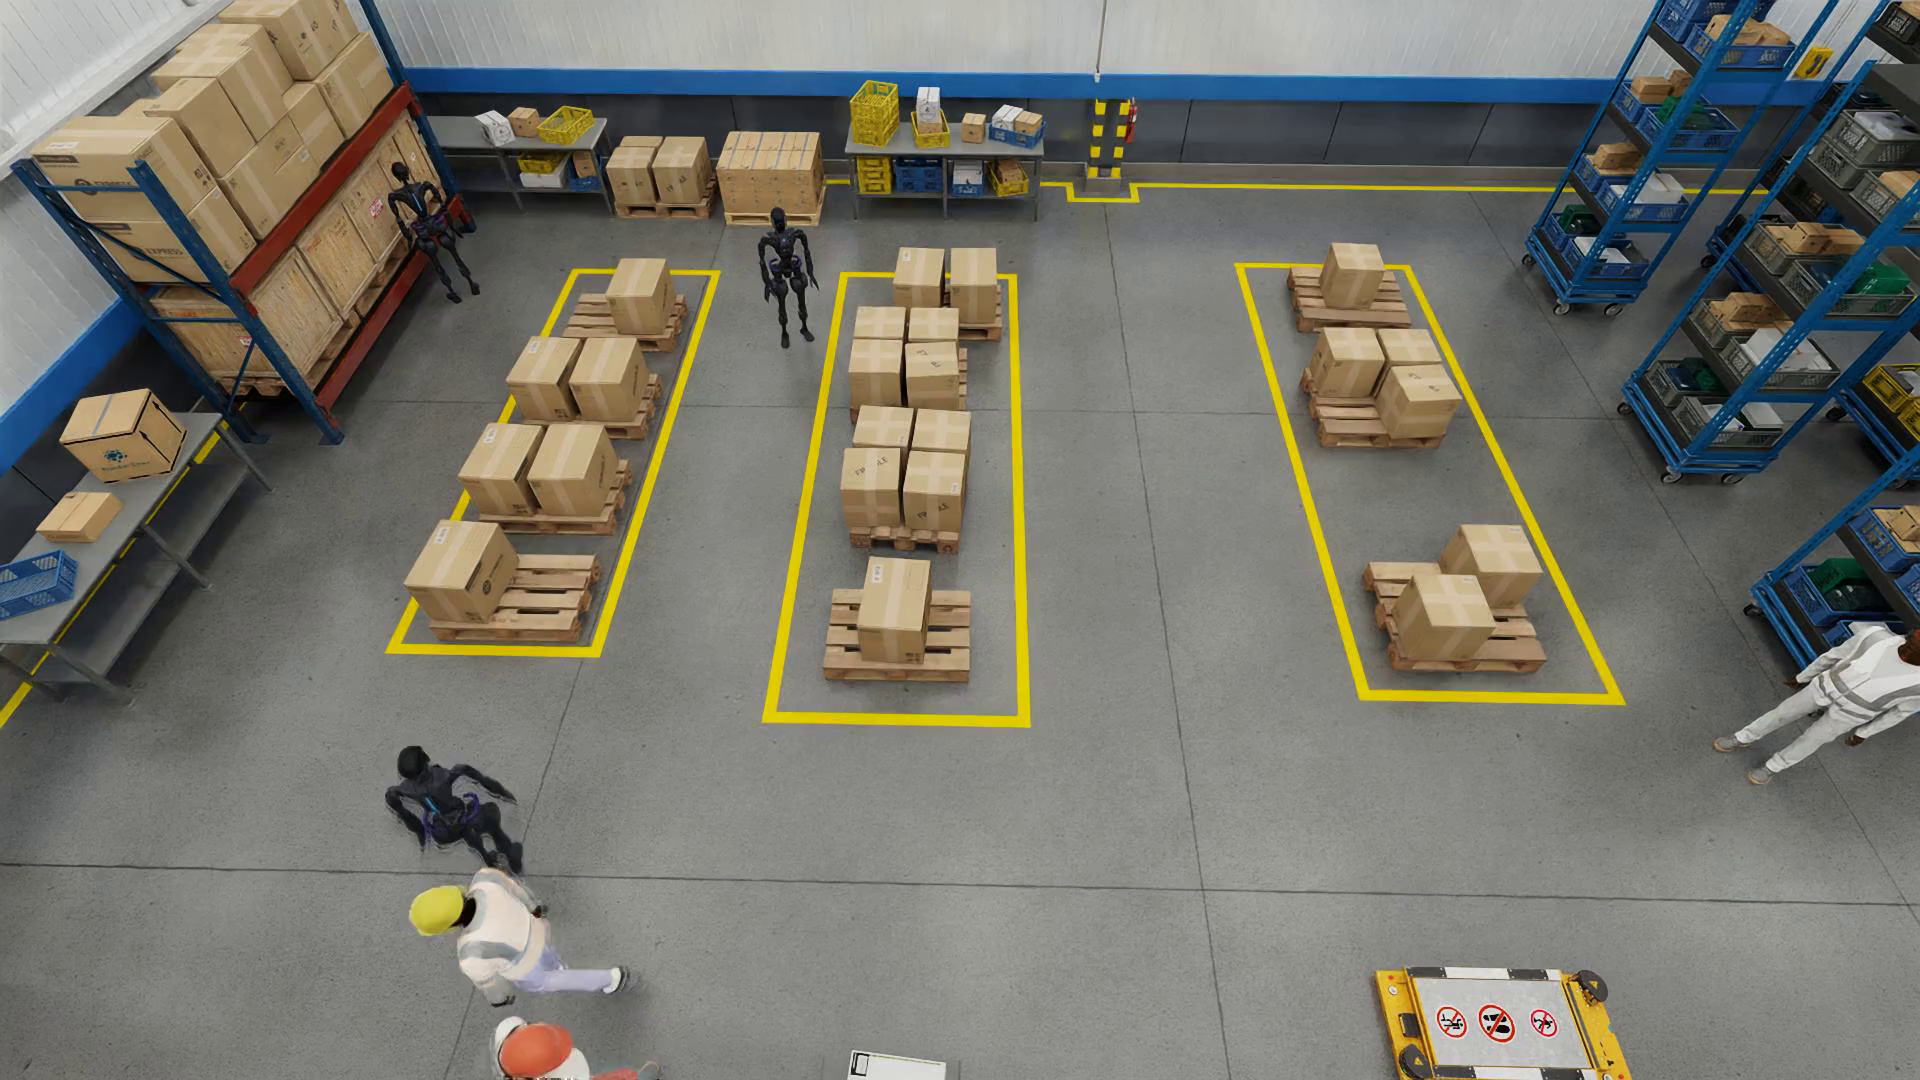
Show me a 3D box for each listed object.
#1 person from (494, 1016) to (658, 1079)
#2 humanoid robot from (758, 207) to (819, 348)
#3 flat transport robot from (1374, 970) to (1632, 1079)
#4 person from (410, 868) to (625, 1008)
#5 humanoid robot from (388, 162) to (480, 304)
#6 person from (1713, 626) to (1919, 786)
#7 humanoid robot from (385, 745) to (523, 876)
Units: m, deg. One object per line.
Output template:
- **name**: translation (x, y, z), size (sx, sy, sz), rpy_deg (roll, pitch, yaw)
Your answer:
- **person**: translation (-2.122, 2.934, 5.012), size (0.649, 1.949, 0.689), rpy_deg (36, 59, 25)
- **humanoid robot**: translation (-1.841, -2.821, 9.867), size (0.596, 1.657, 0.325), rpy_deg (-18, 53, -14)
- **flat transport robot**: translation (3.501, 3.133, 5.914), size (1.431, 0.197, 0.652), rpy_deg (1, 51, 1)
- **person**: translation (-2.591, 2.415, 5.476), size (0.709, 1.891, 0.597), rpy_deg (-11, 52, -9)
- **humanoid robot**: translation (-6.011, -3.482, 10.406), size (0.602, 1.657, 0.315), rpy_deg (-32, 57, -23)
- **person**: translation (6.218, 1.154, 6.501), size (0.355, 1.887, 0.573), rpy_deg (-17, 53, -14)
- **humanoid robot**: translation (-3.325, 1.816, 6.096), size (0.615, 1.641, 0.387), rpy_deg (-17, 53, -14)
